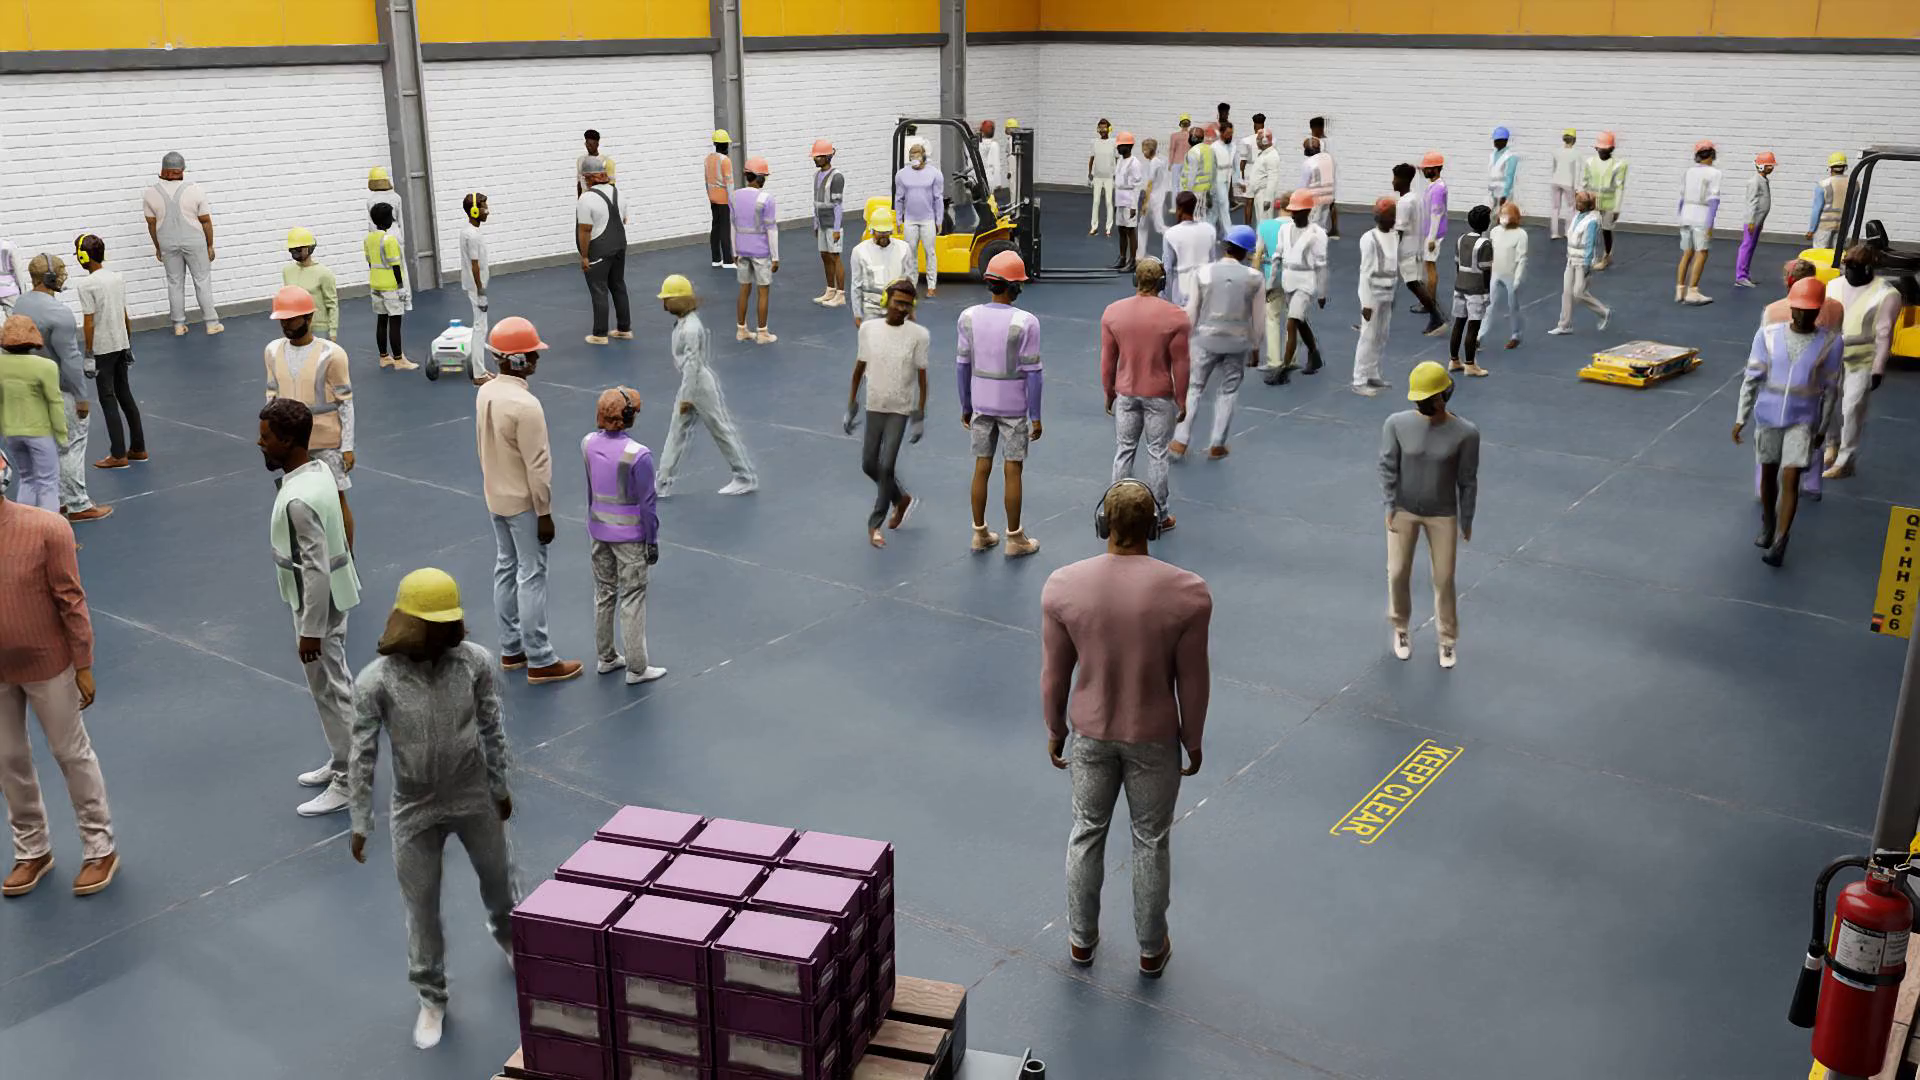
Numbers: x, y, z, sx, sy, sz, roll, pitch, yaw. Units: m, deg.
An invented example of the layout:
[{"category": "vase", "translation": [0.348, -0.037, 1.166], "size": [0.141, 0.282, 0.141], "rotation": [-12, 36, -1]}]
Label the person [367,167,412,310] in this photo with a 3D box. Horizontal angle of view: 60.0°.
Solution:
[{"category": "person", "translation": [-6.922, -3.615, 20.057], "size": [0.333, 1.735, 0.489], "rotation": [11, 21, 32]}]

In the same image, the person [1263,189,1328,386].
[{"category": "person", "translation": [3.362, -2.501, 16.338], "size": [0.988, 1.894, 0.547], "rotation": [-12, 22, -34]}]

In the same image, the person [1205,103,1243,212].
[{"category": "person", "translation": [4.741, -6.907, 30.059], "size": [0.634, 1.907, 1.004], "rotation": [-10, 20, -28]}]

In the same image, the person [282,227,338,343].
[{"category": "person", "translation": [-5.609, -1.817, 14.386], "size": [0.522, 1.768, 0.312], "rotation": [5, 18, 14]}]

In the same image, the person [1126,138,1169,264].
[{"category": "person", "translation": [2.854, -4.823, 23.743], "size": [0.905, 1.804, 0.521], "rotation": [2, 18, 6]}]

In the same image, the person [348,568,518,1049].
[{"category": "person", "translation": [-1.871, 0.907, 5.908], "size": [0.669, 1.745, 0.482], "rotation": [-12, 21, -32]}]

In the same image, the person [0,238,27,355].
[{"category": "person", "translation": [-9.502, -2.417, 16.458], "size": [0.514, 1.645, 0.308], "rotation": [-5, 18, -14]}]

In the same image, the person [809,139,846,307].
[{"category": "person", "translation": [-1.641, -3.879, 20.411], "size": [0.407, 2.035, 0.601], "rotation": [-12, 21, -33]}]

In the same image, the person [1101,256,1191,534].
[{"category": "person", "translation": [1.285, -0.994, 11.531], "size": [0.634, 1.939, 0.367], "rotation": [7, 19, 21]}]

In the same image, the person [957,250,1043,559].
[{"category": "person", "translation": [0.284, -0.895, 11.051], "size": [0.615, 2.041, 0.391], "rotation": [10, 20, 29]}]

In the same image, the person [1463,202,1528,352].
[{"category": "person", "translation": [5.762, -2.784, 17.682], "size": [0.867, 1.579, 0.520], "rotation": [-12, 22, -34]}]

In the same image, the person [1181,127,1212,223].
[{"category": "person", "translation": [3.555, -5.309, 25.184], "size": [0.430, 1.845, 0.624], "rotation": [10, 20, 28]}]

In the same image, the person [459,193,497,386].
[{"category": "person", "translation": [-4.665, -2.425, 16.140], "size": [0.322, 1.862, 0.512], "rotation": [-6, 19, -17]}]

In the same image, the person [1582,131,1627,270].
[{"category": "person", "translation": [8.865, -4.648, 22.933], "size": [0.601, 1.979, 1.051], "rotation": [12, 21, 34]}]

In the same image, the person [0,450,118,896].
[{"category": "person", "translation": [-3.841, 0.514, 6.756], "size": [0.625, 1.980, 0.411], "rotation": [-2, 18, -5]}]

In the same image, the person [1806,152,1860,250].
[{"category": "person", "translation": [10.987, -3.969, 21.020], "size": [0.588, 1.827, 0.404], "rotation": [-2, 18, -8]}]

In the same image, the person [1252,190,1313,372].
[{"category": "person", "translation": [3.241, -2.589, 16.738], "size": [0.630, 1.818, 0.425], "rotation": [4, 18, 13]}]

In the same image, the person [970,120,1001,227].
[{"category": "person", "translation": [0.434, -5.688, 26.317], "size": [0.419, 1.867, 0.607], "rotation": [-15, 23, -39]}]

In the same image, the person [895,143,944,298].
[{"category": "person", "translation": [-0.513, -4.043, 21.089], "size": [0.635, 1.931, 0.379], "rotation": [4, 18, 11]}]

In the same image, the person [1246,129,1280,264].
[{"category": "person", "translation": [4.358, -4.947, 23.951], "size": [0.401, 1.904, 0.649], "rotation": [0, 18, -1]}]

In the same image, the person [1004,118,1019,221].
[{"category": "person", "translation": [0.906, -6.388, 28.719], "size": [0.323, 1.743, 0.489], "rotation": [6, 19, 17]}]

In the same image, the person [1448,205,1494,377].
[{"category": "person", "translation": [5.112, -2.480, 16.572], "size": [0.318, 1.697, 0.535], "rotation": [-6, 19, -18]}]

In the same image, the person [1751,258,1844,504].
[{"category": "person", "translation": [6.138, -1.156, 12.241], "size": [0.659, 1.823, 0.447], "rotation": [1, 18, 4]}]

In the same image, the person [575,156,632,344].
[{"category": "person", "translation": [-3.950, -3.192, 18.241], "size": [0.539, 2.000, 0.690], "rotation": [10, 20, 29]}]

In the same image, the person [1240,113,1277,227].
[{"category": "person", "translation": [4.748, -5.812, 26.570], "size": [0.602, 1.958, 0.369], "rotation": [0, 18, 1]}]

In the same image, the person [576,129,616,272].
[{"category": "person", "translation": [-5.044, -4.688, 23.040], "size": [0.607, 1.966, 0.367], "rotation": [6, 19, 18]}]

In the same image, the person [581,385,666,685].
[{"category": "person", "translation": [-1.825, -0.021, 8.990], "size": [0.508, 1.629, 0.317], "rotation": [12, 21, 33]}]

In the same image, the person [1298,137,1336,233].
[{"category": "person", "translation": [5.064, -4.787, 23.629], "size": [0.658, 1.829, 0.438], "rotation": [-13, 22, -36]}]

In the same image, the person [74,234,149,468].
[{"category": "person", "translation": [-6.792, -1.494, 13.244], "size": [0.333, 1.853, 0.528], "rotation": [3, 18, 9]}]

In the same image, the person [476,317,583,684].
[{"category": "person", "translation": [-2.364, -0.215, 9.001], "size": [0.393, 1.995, 0.612], "rotation": [-15, 23, -39]}]

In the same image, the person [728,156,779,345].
[{"category": "person", "translation": [-2.214, -3.141, 18.109], "size": [0.614, 2.029, 0.409], "rotation": [11, 21, 30]}]

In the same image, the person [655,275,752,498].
[{"category": "person", "translation": [-1.990, -1.125, 12.337], "size": [0.919, 1.683, 0.496], "rotation": [-7, 19, -20]}]
